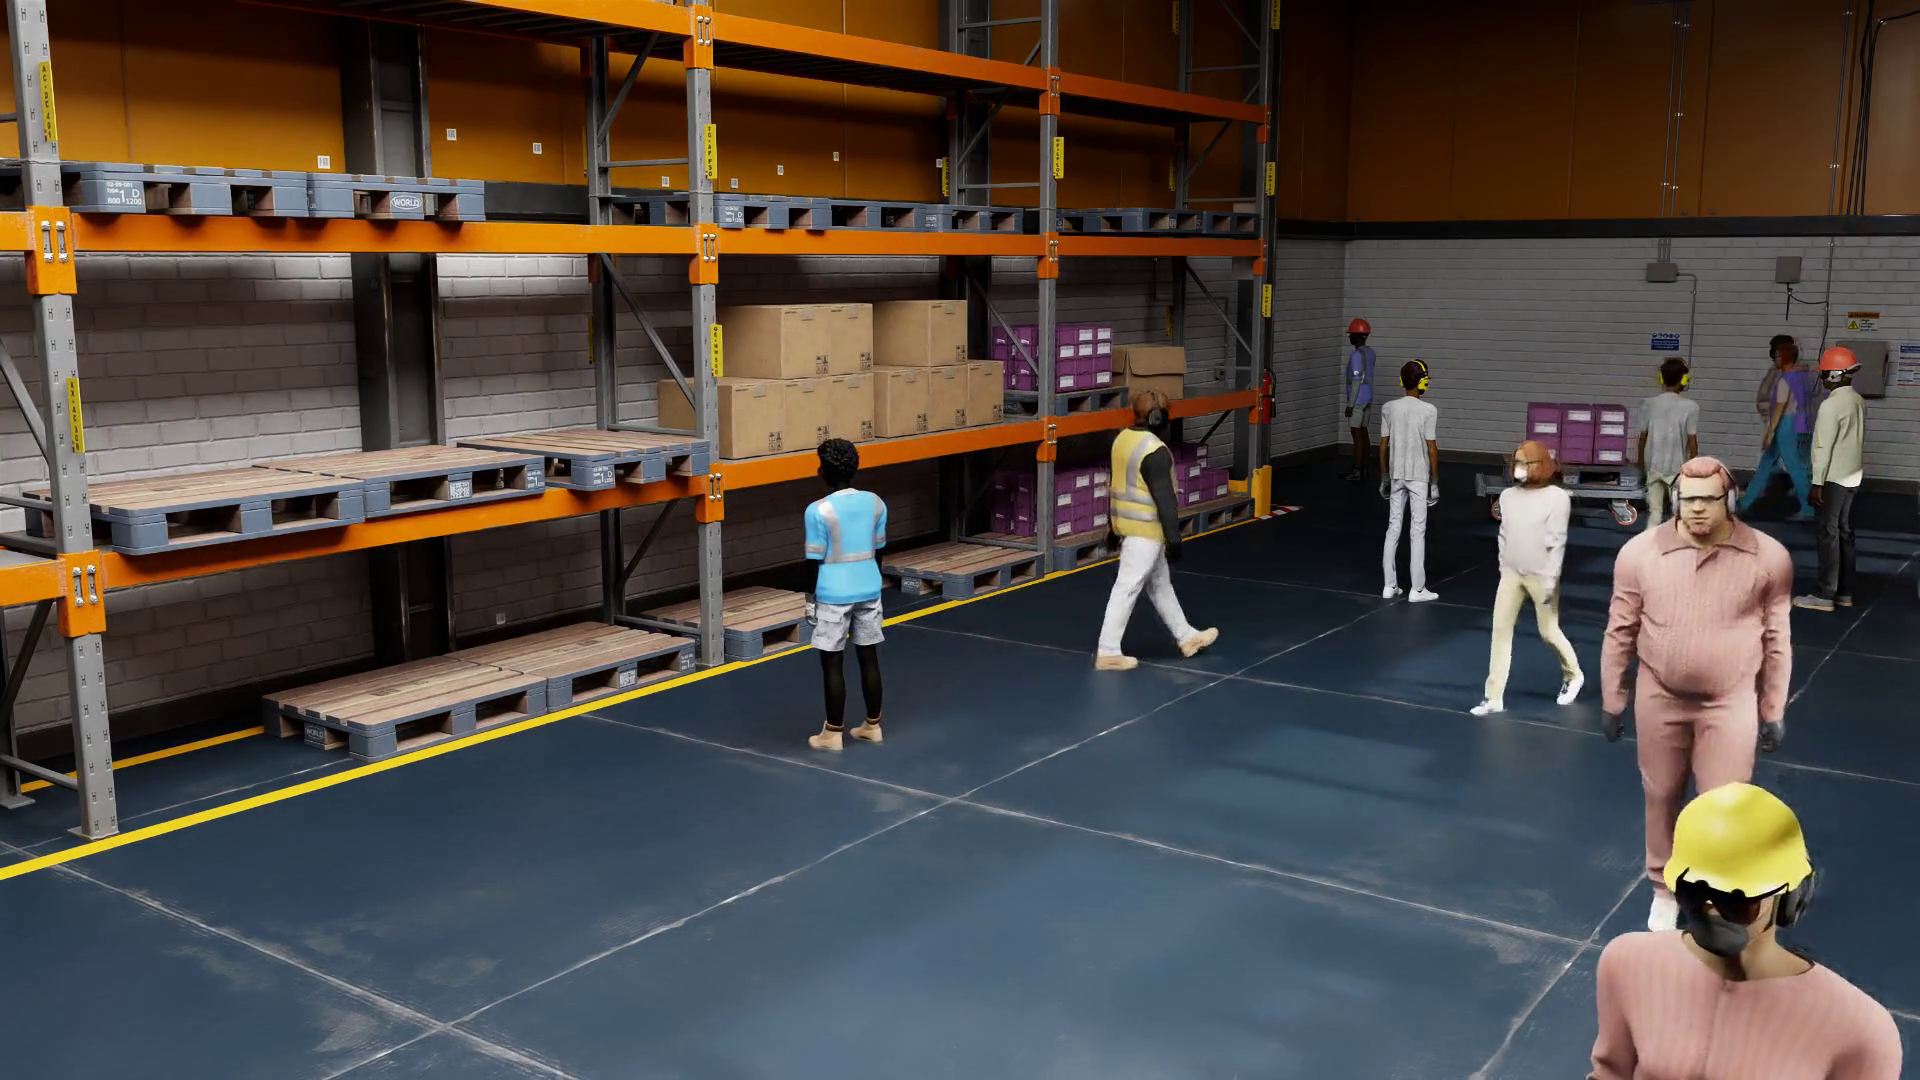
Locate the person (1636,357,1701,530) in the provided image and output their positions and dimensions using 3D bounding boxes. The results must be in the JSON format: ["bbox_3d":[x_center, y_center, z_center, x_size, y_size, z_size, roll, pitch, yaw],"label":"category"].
[{"bbox_3d":[5.702,-0.541,13.443,0.517,1.856,0.441,9,13,44],"label":"person"}]

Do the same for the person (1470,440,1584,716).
[{"bbox_3d":[3.348,0.207,9.687,0.789,1.604,0.498,-7,12,-35],"label":"person"}]

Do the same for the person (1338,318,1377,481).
[{"bbox_3d":[4.765,-1.680,19.953,0.358,1.938,0.542,6,11,32],"label":"person"}]

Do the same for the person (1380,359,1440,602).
[{"bbox_3d":[3.485,-0.456,12.865,0.511,1.872,0.329,9,13,44],"label":"person"}]

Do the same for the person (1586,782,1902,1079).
[{"bbox_3d":[1.330,1.274,2.930,0.525,1.754,0.379,8,13,41],"label":"person"}]

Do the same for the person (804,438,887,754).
[{"bbox_3d":[-0.614,0.300,8.894,0.535,1.694,0.321,-8,13,-41],"label":"person"}]

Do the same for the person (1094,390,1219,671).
[{"bbox_3d":[1.285,-0.059,10.698,0.952,1.797,0.656,-3,10,-15],"label":"person"}]

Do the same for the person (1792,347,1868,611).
[{"bbox_3d":[6.592,-0.461,12.567,0.608,1.987,0.404,-8,13,-41],"label":"person"}]

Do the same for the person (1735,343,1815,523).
[{"bbox_3d":[8.264,-1.088,16.834,0.955,1.790,0.588,6,12,34],"label":"person"}]

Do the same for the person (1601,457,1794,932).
[{"bbox_3d":[2.801,0.621,6.380,0.669,1.887,0.522,5,11,27],"label":"person"}]

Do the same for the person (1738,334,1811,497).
[{"bbox_3d":[9.010,-1.352,18.323,0.644,1.829,0.648,3,10,15],"label":"person"}]
